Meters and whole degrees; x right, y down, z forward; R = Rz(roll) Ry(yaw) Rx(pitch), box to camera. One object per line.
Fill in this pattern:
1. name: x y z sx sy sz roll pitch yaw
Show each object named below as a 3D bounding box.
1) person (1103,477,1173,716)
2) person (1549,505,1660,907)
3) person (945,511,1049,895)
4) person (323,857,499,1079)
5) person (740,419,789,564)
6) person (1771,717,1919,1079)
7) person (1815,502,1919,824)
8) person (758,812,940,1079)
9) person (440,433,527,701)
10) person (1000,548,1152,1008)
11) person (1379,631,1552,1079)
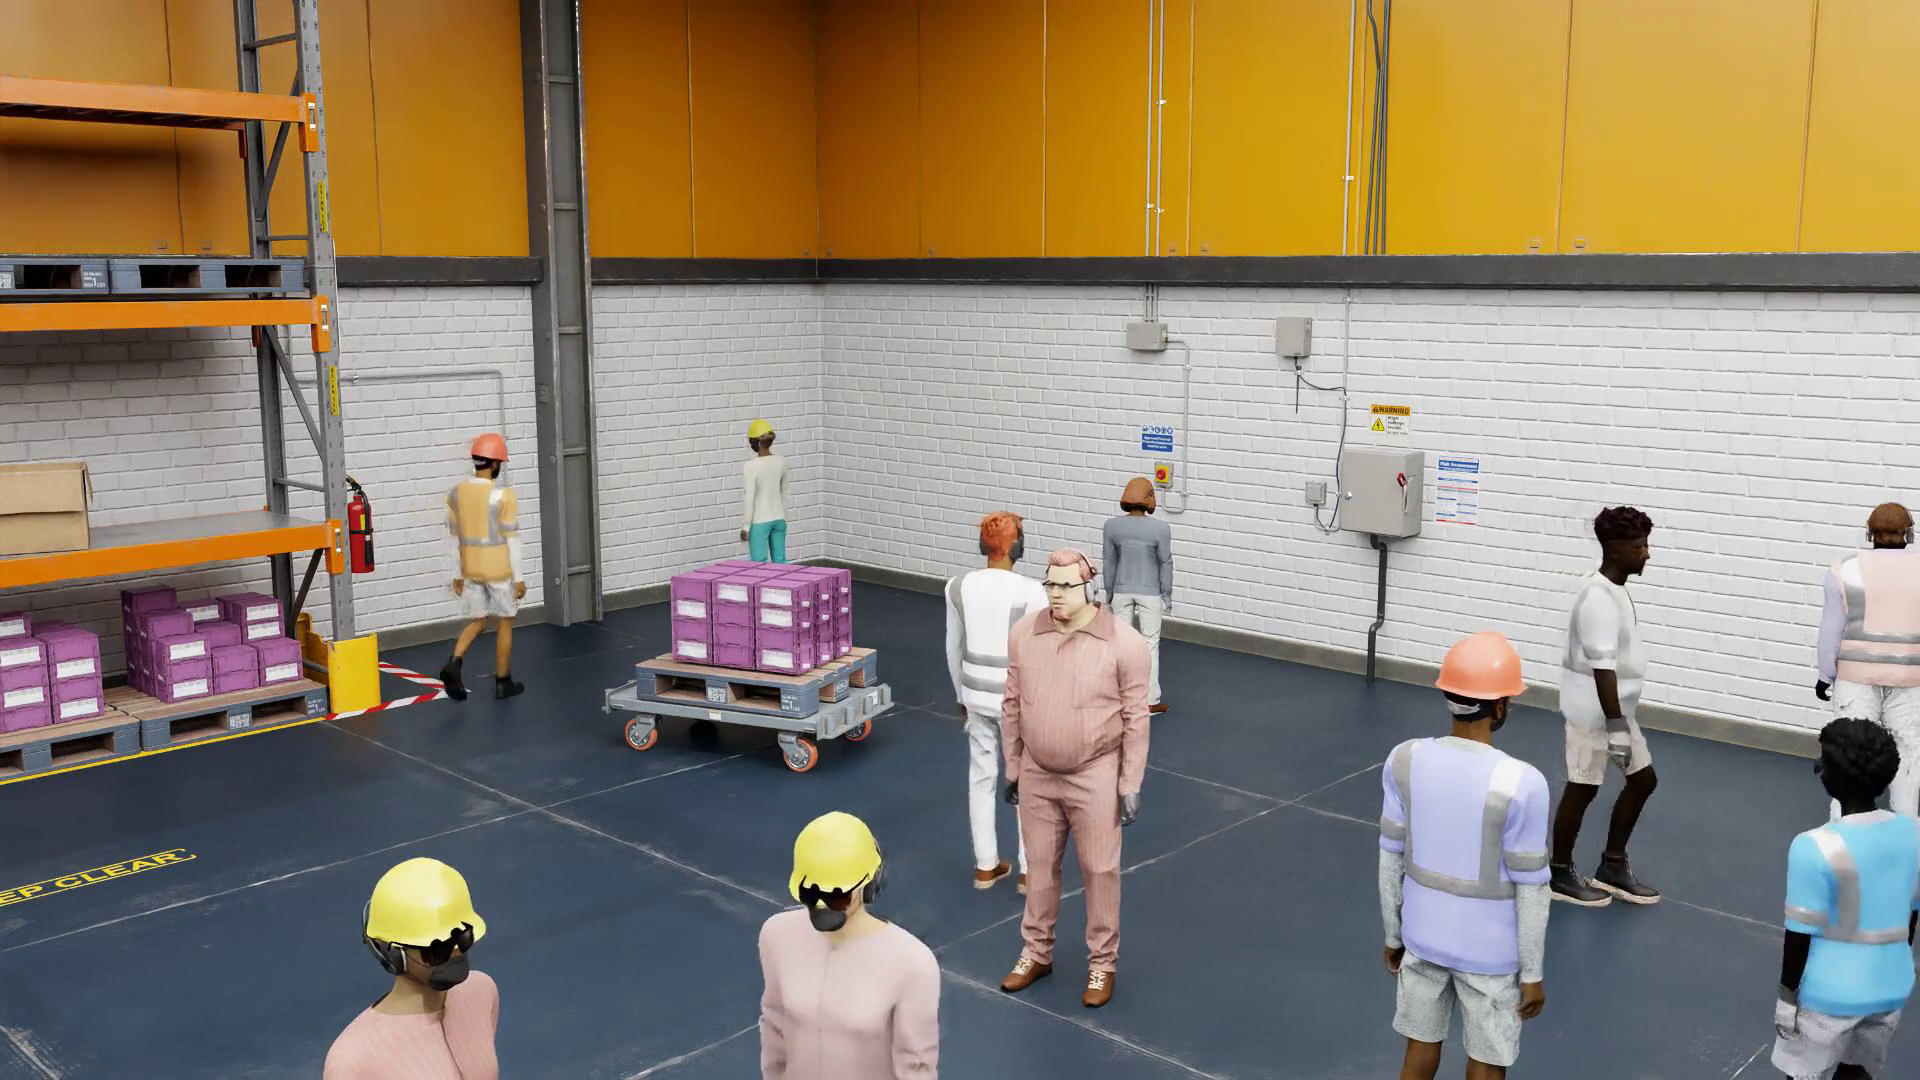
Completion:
1. person: 1.212 0.382 11.330 0.497 1.633 0.288 4 10 24
2. person: 3.095 0.802 7.788 0.664 1.939 0.618 5 11 29
3. person: 0.202 0.788 8.084 0.595 1.880 0.399 5 11 28
4. person: -1.169 1.558 3.714 0.311 1.769 0.522 3 10 20
5. person: -1.678 -0.155 14.220 0.330 1.765 0.532 7 12 38
6. person: 2.723 1.372 5.073 0.548 1.686 0.449 -3 10 -20
7. person: 4.793 0.716 8.667 0.619 1.838 0.430 3 10 18
8. person: -0.285 1.497 4.266 0.534 1.705 0.943 4 10 21
9. person: -3.323 0.217 11.545 0.550 1.905 0.664 3 10 19
10. person: 0.451 0.973 6.872 0.644 1.907 0.399 5 10 27
11. person: 1.563 1.237 5.150 0.373 1.939 0.545 -9 13 -43
